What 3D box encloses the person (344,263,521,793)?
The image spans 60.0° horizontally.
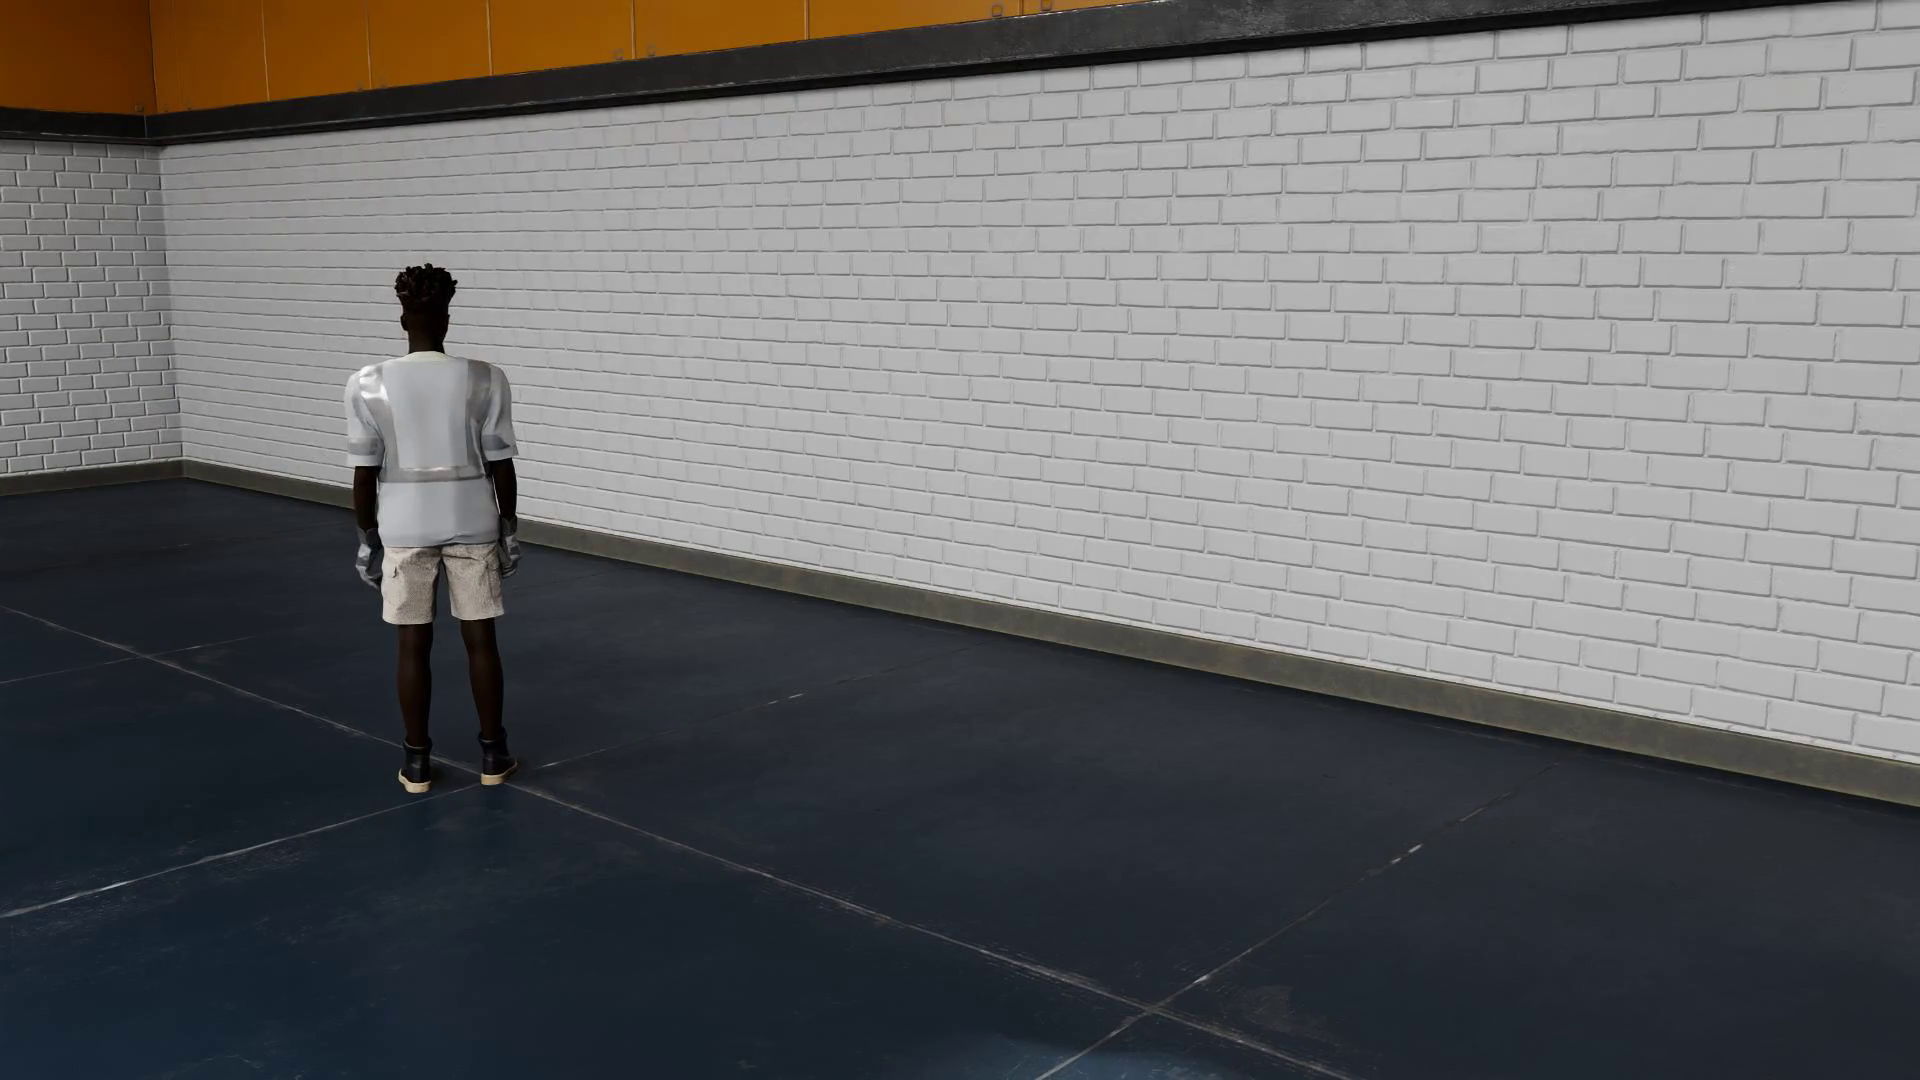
[{"bbox_3d":[-1.943,-0.036,6.197,0.604,1.966,0.367,-3,10,-16],"label":"person"}]
